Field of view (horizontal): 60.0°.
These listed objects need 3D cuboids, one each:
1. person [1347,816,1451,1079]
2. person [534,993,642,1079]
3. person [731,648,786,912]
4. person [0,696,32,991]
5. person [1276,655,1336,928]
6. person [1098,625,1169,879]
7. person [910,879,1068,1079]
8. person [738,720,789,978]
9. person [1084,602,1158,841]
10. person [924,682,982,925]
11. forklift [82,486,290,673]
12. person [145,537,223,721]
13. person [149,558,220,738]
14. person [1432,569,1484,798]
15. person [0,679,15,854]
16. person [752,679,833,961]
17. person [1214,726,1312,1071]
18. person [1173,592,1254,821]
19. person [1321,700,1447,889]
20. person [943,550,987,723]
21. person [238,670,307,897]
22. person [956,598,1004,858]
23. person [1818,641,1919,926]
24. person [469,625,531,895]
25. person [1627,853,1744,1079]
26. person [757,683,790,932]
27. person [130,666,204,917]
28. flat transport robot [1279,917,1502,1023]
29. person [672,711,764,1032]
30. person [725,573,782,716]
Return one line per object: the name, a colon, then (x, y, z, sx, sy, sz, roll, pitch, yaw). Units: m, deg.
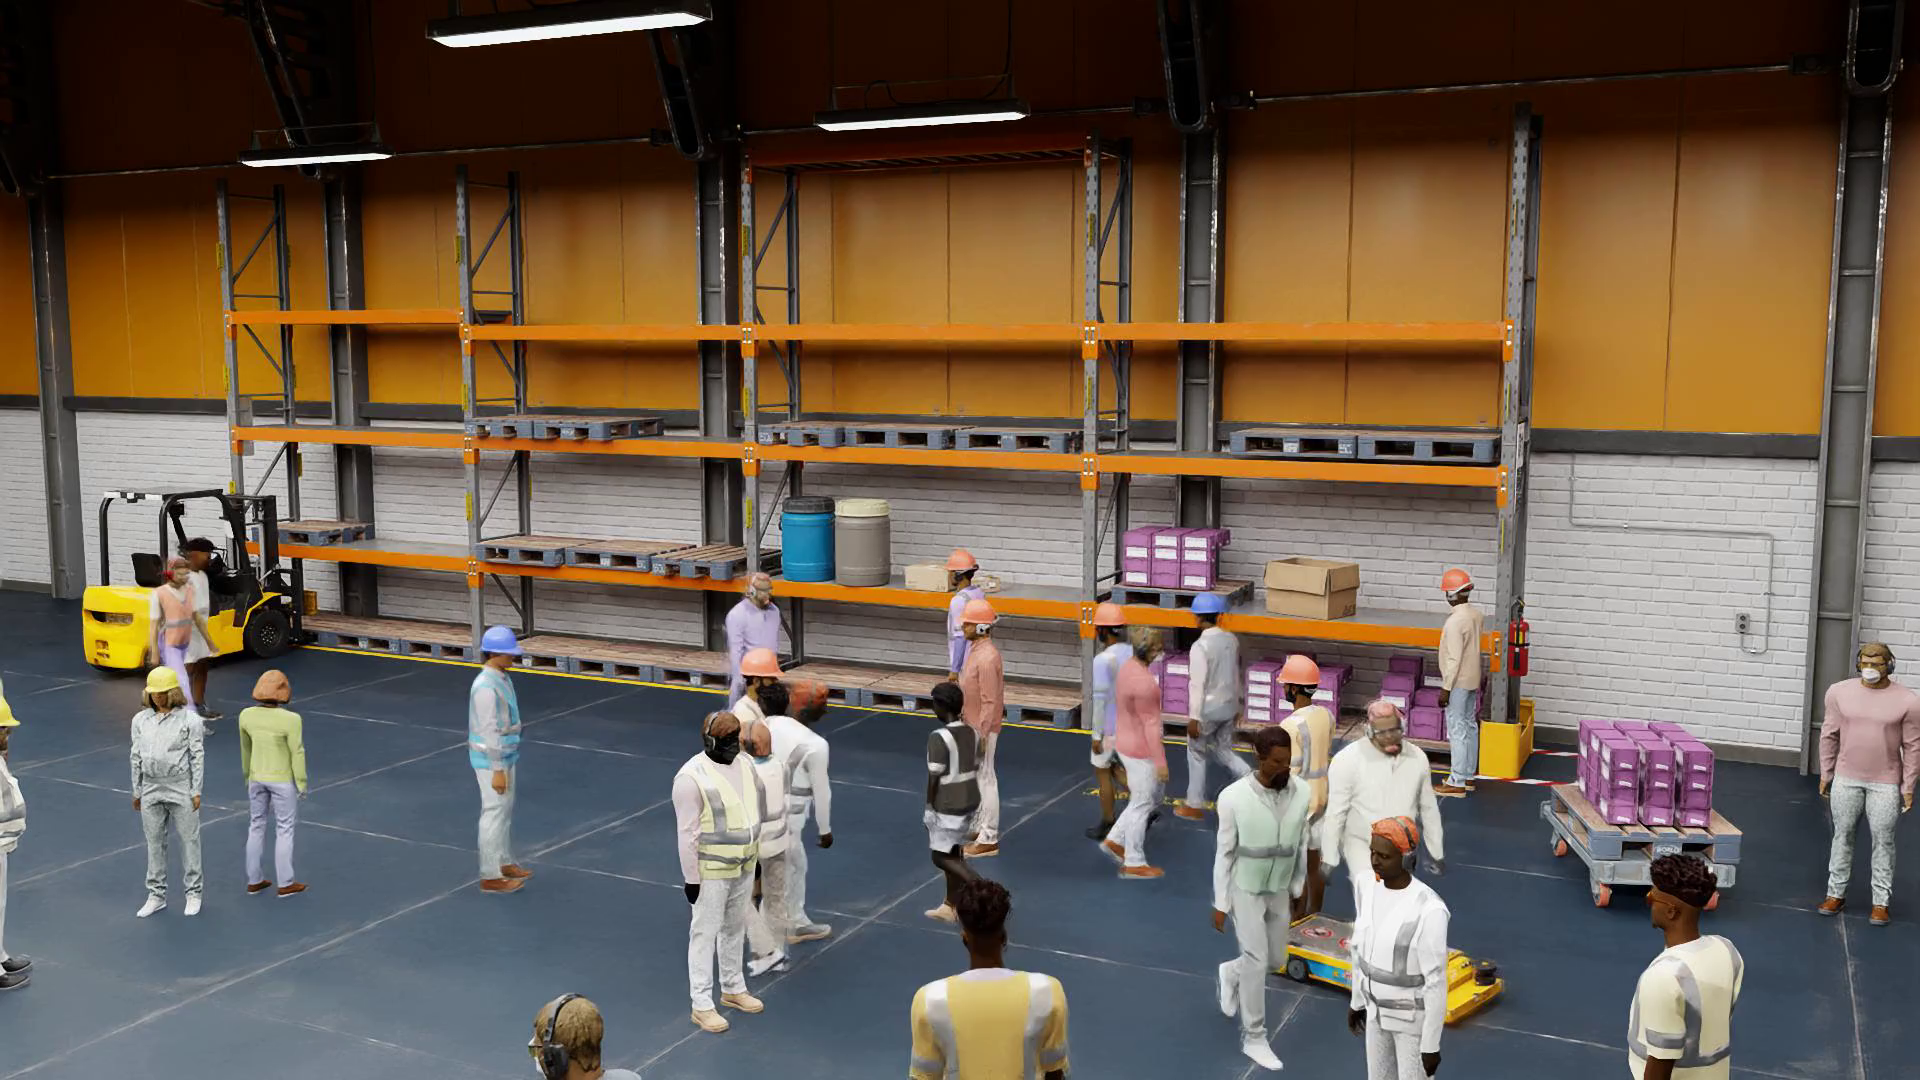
person: (1.975, 2.152, 7.504, 0.368, 1.872, 0.592, -3, 7, -22)
person: (-1.195, 2.389, 5.302, 0.386, 1.927, 0.641, 2, 7, 18)
person: (-1.346, 1.678, 11.176, 0.408, 1.929, 0.569, 1, 7, 4)
person: (-5.940, 1.849, 10.190, 0.403, 1.821, 0.602, -4, 8, -30)
person: (2.207, 1.709, 10.854, 0.355, 1.939, 0.543, 6, 9, 40)
person: (1.345, 1.561, 12.179, 0.427, 1.916, 0.641, 0, 7, -1)
person: (0.110, 2.257, 6.281, 0.611, 1.944, 0.654, 0, 7, 2)
person: (-1.251, 1.925, 10.368, 0.362, 1.629, 0.532, 3, 8, 24)
person: (1.239, 1.448, 13.078, 0.531, 1.920, 0.566, 6, 9, 39)
person: (0.031, 1.802, 11.167, 0.601, 1.670, 0.574, 4, 8, 32)
forklift: (-9.426, 0.454, 20.179, 1.214, 2.155, 2.313, 3, 8, 26)
person: (-8.077, 0.935, 17.293, 0.663, 1.929, 0.675, 0, 7, 4)
person: (-7.738, 1.079, 16.612, 0.860, 1.798, 0.607, 1, 7, 8)
person: (4.338, 1.243, 14.510, 0.391, 1.986, 0.608, 5, 9, 37)
person: (-7.566, 1.568, 12.724, 0.526, 1.768, 0.331, -1, 7, -11)
person: (-1.053, 1.784, 10.678, 0.735, 1.832, 0.661, -6, 9, -39)
person: (1.632, 1.924, 9.294, 0.607, 1.897, 0.689, -3, 8, -25)
person: (2.156, 1.388, 13.623, 0.753, 1.915, 0.648, 6, 9, 40)
person: (2.539, 1.863, 9.828, 0.799, 1.868, 0.697, -3, 7, -21)
person: (0.023, 1.108, 15.391, 0.390, 2.040, 0.614, 3, 7, 21)
person: (-4.923, 1.738, 11.915, 0.499, 1.624, 0.285, 1, 7, 12)
person: (0.147, 1.438, 12.855, 0.375, 1.997, 0.612, -1, 7, -7)
person: (6.210, 1.646, 11.376, 0.630, 1.940, 0.372, 5, 9, 38)
person: (-3.330, 1.568, 11.999, 0.410, 1.945, 0.615, -1, 7, -5)
person: (2.844, 2.208, 6.614, 0.602, 1.967, 0.367, -6, 9, -40)
person: (-1.251, 1.786, 11.202, 0.320, 1.698, 0.531, -1, 7, -12)
person: (-5.470, 1.730, 11.483, 0.486, 1.745, 0.295, -1, 7, -4)
flat transport robot: (2.530, 2.605, 10.280, 1.431, 0.197, 0.652, 6, 9, 43)
person: (-1.373, 1.899, 9.686, 0.429, 1.841, 0.636, 4, 8, 32)
person: (-1.944, 1.208, 15.371, 0.975, 1.866, 0.636, 7, 10, 44)
